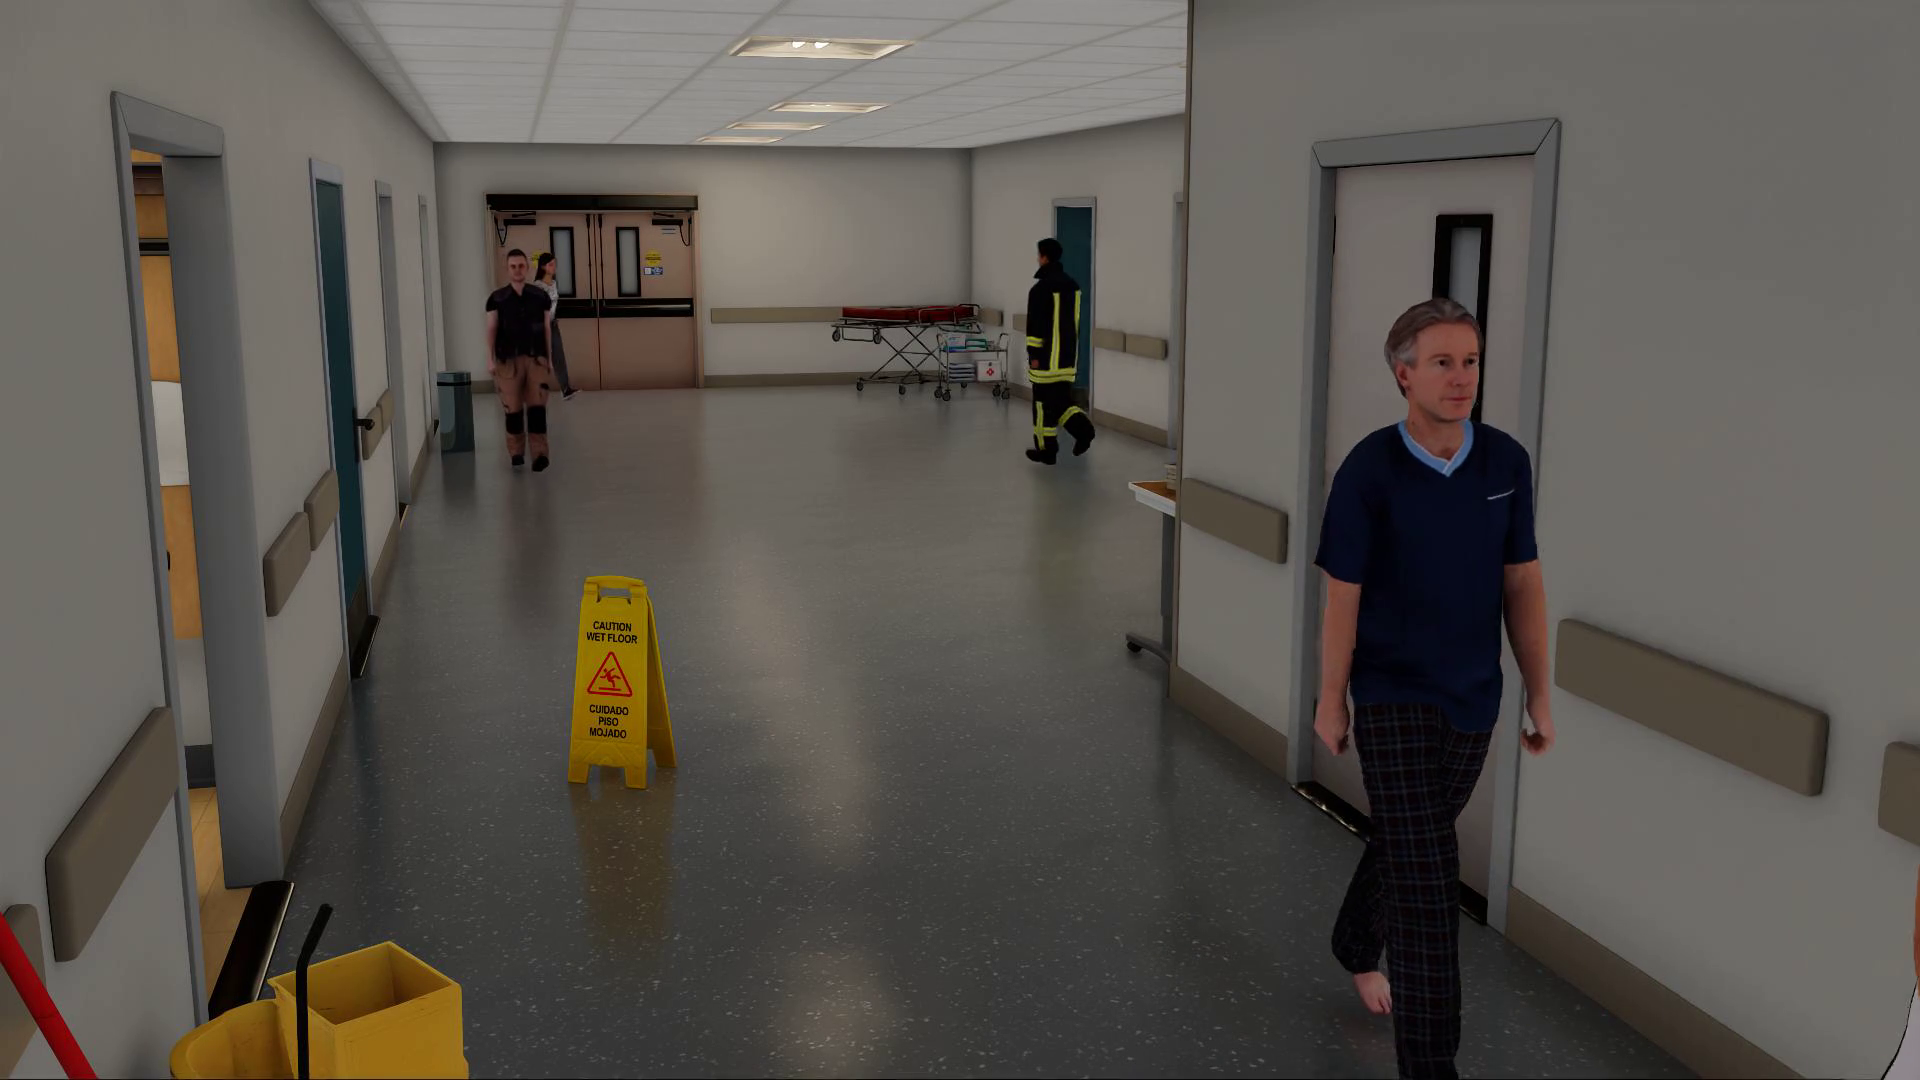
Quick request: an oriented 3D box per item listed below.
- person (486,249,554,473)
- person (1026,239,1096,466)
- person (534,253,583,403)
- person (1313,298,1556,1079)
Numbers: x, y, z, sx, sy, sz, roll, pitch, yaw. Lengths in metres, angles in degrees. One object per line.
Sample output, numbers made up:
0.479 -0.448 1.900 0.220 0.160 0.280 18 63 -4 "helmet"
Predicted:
-3.629 -1.452 13.731 0.738 1.787 1.181 -4 11 -18 "person"
0.862 -1.577 14.061 1.105 1.910 1.032 10 14 42 "person"
-4.798 -2.357 18.853 1.140 1.655 1.162 4 11 19 "person"
1.053 0.386 3.949 0.690 1.822 1.170 -3 11 -16 "person"
